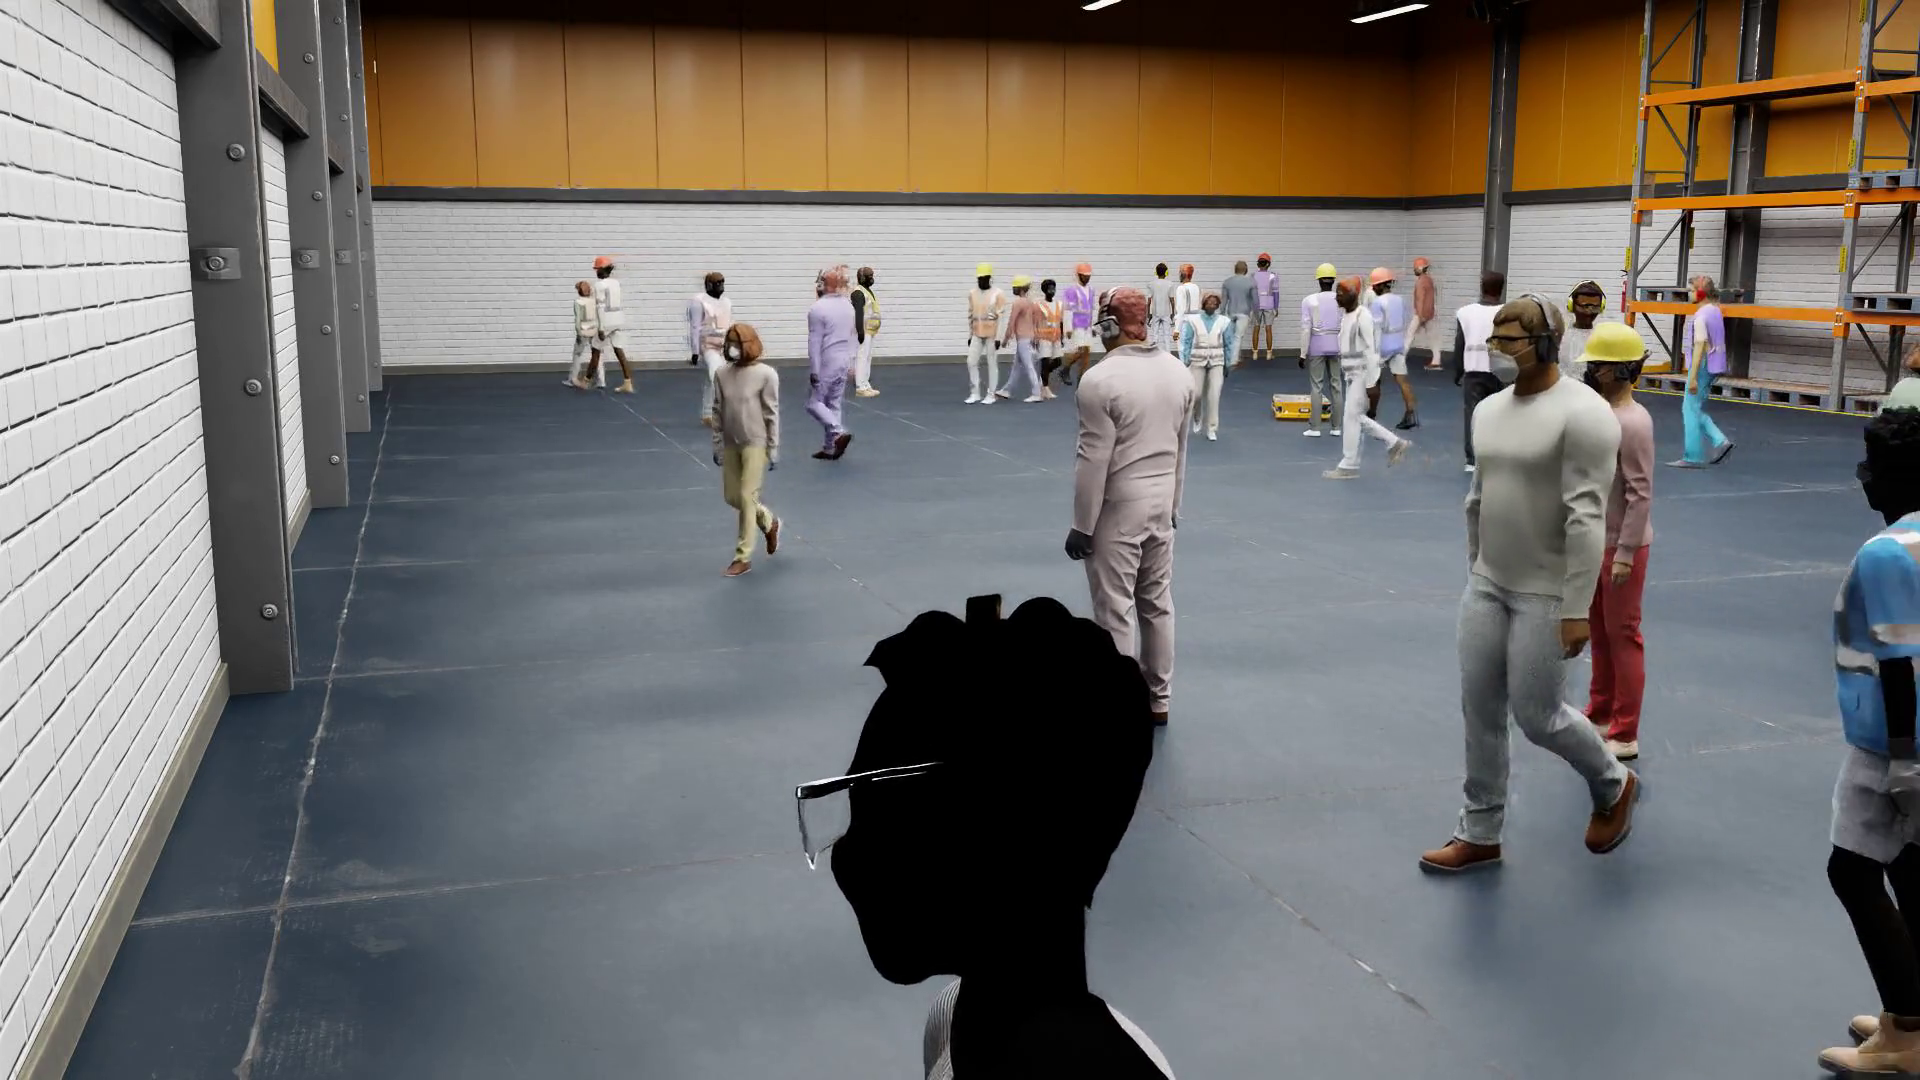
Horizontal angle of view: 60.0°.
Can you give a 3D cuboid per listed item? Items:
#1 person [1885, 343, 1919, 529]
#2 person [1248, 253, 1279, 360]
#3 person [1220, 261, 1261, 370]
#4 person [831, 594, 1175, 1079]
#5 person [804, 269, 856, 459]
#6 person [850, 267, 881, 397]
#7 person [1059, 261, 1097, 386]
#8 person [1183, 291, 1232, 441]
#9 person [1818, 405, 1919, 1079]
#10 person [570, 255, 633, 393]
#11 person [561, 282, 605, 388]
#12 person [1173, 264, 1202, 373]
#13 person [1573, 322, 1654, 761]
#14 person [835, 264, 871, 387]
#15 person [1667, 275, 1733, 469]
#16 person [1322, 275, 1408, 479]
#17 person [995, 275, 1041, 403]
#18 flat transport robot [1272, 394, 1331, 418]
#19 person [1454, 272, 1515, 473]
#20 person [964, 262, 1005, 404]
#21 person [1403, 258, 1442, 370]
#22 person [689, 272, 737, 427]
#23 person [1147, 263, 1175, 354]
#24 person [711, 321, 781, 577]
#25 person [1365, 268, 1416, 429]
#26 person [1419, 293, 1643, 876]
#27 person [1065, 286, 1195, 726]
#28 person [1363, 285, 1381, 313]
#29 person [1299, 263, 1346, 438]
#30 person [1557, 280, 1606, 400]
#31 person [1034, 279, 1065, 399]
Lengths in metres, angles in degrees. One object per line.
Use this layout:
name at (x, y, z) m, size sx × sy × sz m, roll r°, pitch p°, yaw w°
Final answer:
person at (5.442, -0.356, 9.314) m, size 0.856 × 1.585 × 0.524 m, roll -1°, pitch 10°, yaw -5°
person at (5.777, -4.440, 31.713) m, size 0.605 × 2.034 × 0.390 m, roll 3°, pitch 10°, yaw 16°
person at (4.950, -3.946, 29.257) m, size 0.640 × 1.889 × 0.992 m, roll 7°, pitch 12°, yaw 34°
person at (0.045, 0.932, 1.089) m, size 0.309 × 1.868 × 0.535 m, roll -3°, pitch 10°, yaw -17°
person at (-1.266, -1.705, 16.300) m, size 0.537 × 1.890 × 0.646 m, roll 7°, pitch 12°, yaw 36°
person at (-1.340, -2.965, 23.725) m, size 0.429 × 1.842 × 0.633 m, roll 2°, pitch 10°, yaw 11°
person at (1.816, -3.229, 25.032) m, size 0.505 × 1.919 × 0.548 m, roll 9°, pitch 13°, yaw 42°
person at (2.711, -1.913, 18.243) m, size 0.543 × 1.621 × 0.503 m, roll 1°, pitch 10°, yaw 6°
person at (2.371, 0.498, 4.170) m, size 0.555 × 1.659 × 0.403 m, roll -9°, pitch 13°, yaw -42°
person at (-5.219, -3.135, 24.269) m, size 1.028 × 1.990 × 0.632 m, roll 5°, pitch 11°, yaw 25°
person at (-5.694, -3.090, 25.132) m, size 0.805 × 1.599 × 0.545 m, roll 6°, pitch 11°, yaw 31°
person at (3.307, -3.087, 24.309) m, size 0.339 × 1.882 × 0.584 m, roll 8°, pitch 12°, yaw 38°
person at (2.605, 0.012, 6.708) m, size 0.331 × 1.768 × 0.526 m, roll 1°, pitch 10°, yaw 3°
person at (-1.722, -3.265, 25.402) m, size 0.965 × 1.861 × 0.673 m, roll 4°, pitch 10°, yaw 20°
person at (7.009, -1.571, 15.687) m, size 0.456 × 1.829 × 0.589 m, roll 7°, pitch 12°, yaw 36°
person at (3.683, -1.465, 15.025) m, size 0.709 × 1.853 × 0.595 m, roll -1°, pitch 10°, yaw -5°
person at (0.762, -2.753, 22.829) m, size 0.883 × 1.728 × 0.533 m, roll 5°, pitch 11°, yaw 25°
flat transport robot at (4.262, -1.676, 20.802) m, size 0.652 × 0.197 × 1.431 m, roll 1°, pitch 10°, yaw 8°
person at (4.952, -1.583, 15.661) m, size 0.593 × 1.868 × 1.007 m, roll 3°, pitch 10°, yaw 19°
person at (0.287, -2.756, 22.311) m, size 0.622 × 1.903 × 0.679 m, roll 7°, pitch 12°, yaw 34°
person at (8.041, -3.964, 29.213) m, size 1.010 × 1.942 × 0.640 m, roll 8°, pitch 13°, yaw 39°
person at (-2.745, -2.196, 19.344) m, size 0.848 × 1.811 × 0.654 m, roll 6°, pitch 11°, yaw 31°
person at (3.503, -3.888, 28.982) m, size 0.516 × 1.873 × 0.329 m, roll 3°, pitch 10°, yaw 15°
person at (-1.349, -0.602, 10.690) m, size 0.510 × 1.611 × 0.654 m, roll 6°, pitch 11°, yaw 29°
person at (5.012, -2.227, 19.384) m, size 0.563 × 1.880 × 0.990 m, roll -6°, pitch 11°, yaw -30°
person at (1.897, 0.160, 5.428) m, size 0.683 × 1.918 × 0.638 m, roll -4°, pitch 10°, yaw -21°
person at (0.689, -0.113, 7.044) m, size 0.638 × 1.903 × 0.408 m, roll -9°, pitch 13°, yaw -42°
person at (6.460, -3.302, 25.887) m, size 0.406 × 1.779 × 0.652 m, roll 0°, pitch 10°, yaw 0°
person at (4.043, -2.097, 18.458) m, size 0.593 × 1.923 × 0.382 m, roll -2°, pitch 10°, yaw -9°
person at (4.101, -0.787, 11.054) m, size 0.520 × 1.865 × 0.327 m, roll 1°, pitch 10°, yaw 5°
person at (1.205, -2.833, 23.400) m, size 0.541 × 1.682 × 0.510 m, roll -7°, pitch 12°, yaw -34°
